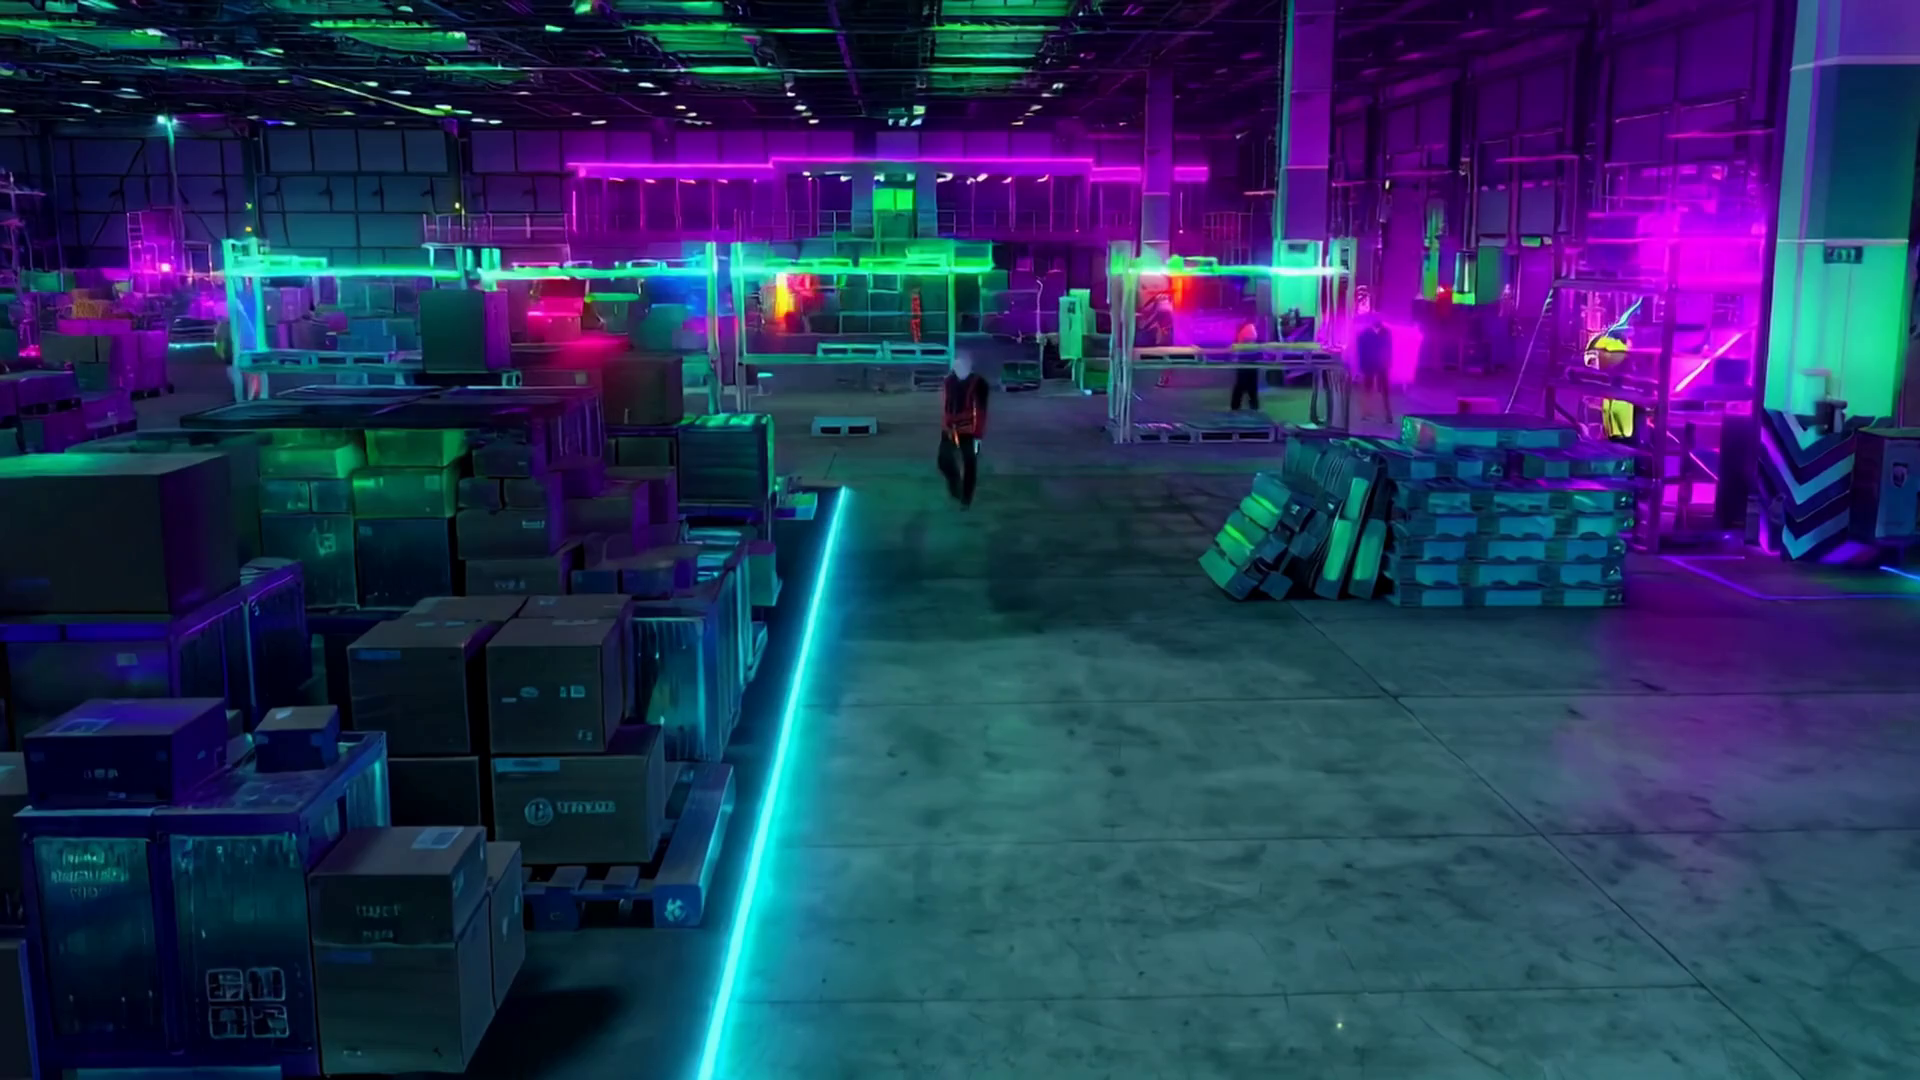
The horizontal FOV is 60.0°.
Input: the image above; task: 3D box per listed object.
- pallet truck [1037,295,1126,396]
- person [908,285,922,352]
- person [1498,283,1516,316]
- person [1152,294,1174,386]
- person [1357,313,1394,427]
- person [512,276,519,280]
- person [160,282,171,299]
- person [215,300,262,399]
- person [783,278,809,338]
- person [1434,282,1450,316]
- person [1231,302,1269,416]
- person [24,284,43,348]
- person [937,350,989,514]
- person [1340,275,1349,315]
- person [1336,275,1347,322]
[{"bbox_3d":[2.483,-3.881,33.060,1.885,1.965,0.823,-7,13,-36],"label":"pallet truck"},{"bbox_3d":[-1.202,-5.839,44.323,0.354,1.876,0.573,-3,11,-18],"label":"person"},{"bbox_3d":[15.634,-6.421,47.585,0.519,1.865,0.326,-1,10,-3],"label":"person"},{"bbox_3d":[4.284,-4.215,35.118,0.363,1.928,0.587,7,13,36],"label":"person"},{"bbox_3d":[6.853,-2.800,27.385,0.678,1.875,1.038,-2,10,-9],"label":"person"},{"bbox_3d":[-15.682,-8.451,59.007,1.007,1.837,0.586,-4,11,-19],"label":"person"},{"bbox_3d":[-25.470,-7.406,53.429,0.305,1.736,0.484,-5,11,-25],"label":"person"},{"bbox_3d":[-13.994,-3.698,32.273,0.393,1.929,0.780,7,12,34],"label":"person"},{"bbox_3d":[-5.166,-7.300,52.388,0.924,1.897,0.553,4,11,23],"label":"person"},{"bbox_3d":[12.770,-5.857,44.123,0.475,1.980,0.627,9,14,41],"label":"person"},{"bbox_3d":[5.006,-3.060,28.364,0.886,2.000,0.690,-1,10,-5],"label":"person"},{"bbox_3d":[-26.451,-6.396,47.543,0.591,1.829,0.404,6,12,32],"label":"person"},{"bbox_3d":[0.029,-1.197,18.558,0.661,1.831,0.474,9,13,40],"label":"person"},{"bbox_3d":[15.226,-9.787,66.573,0.642,1.786,0.989,-3,11,-16],"label":"person"},{"bbox_3d":[12.952,-8.042,56.461,0.649,1.926,0.628,-1,10,-6],"label":"person"}]
